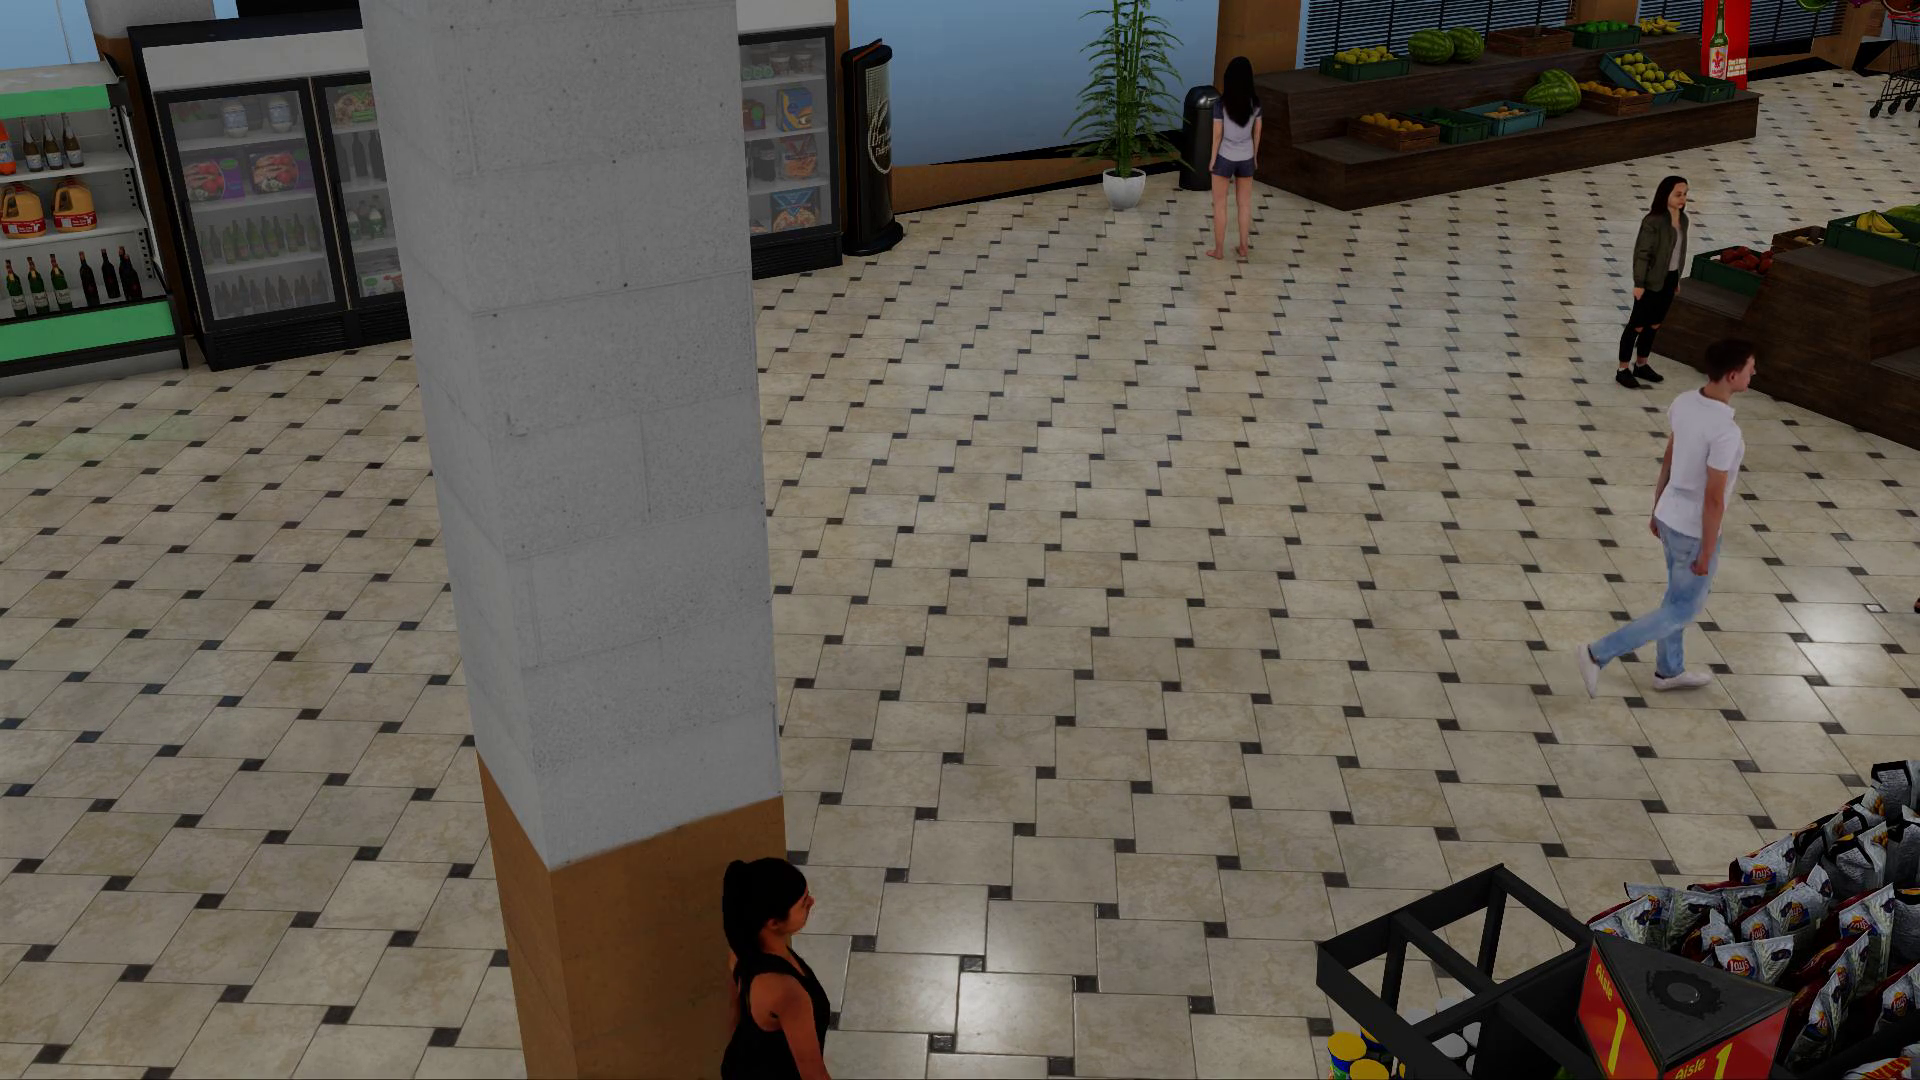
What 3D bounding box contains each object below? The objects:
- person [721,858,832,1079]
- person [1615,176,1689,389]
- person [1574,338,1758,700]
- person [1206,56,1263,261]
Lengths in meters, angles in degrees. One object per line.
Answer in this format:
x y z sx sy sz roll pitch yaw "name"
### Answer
-0.606 1.595 4.706 0.996 1.643 0.655 -12 29 -22 "person"
4.849 -1.806 11.600 0.445 1.475 0.640 -13 30 -24 "person"
3.305 -0.050 7.741 1.133 1.833 0.927 -3 27 -5 "person"
2.334 -3.261 14.214 0.535 1.705 0.703 -7 28 -14 "person"
